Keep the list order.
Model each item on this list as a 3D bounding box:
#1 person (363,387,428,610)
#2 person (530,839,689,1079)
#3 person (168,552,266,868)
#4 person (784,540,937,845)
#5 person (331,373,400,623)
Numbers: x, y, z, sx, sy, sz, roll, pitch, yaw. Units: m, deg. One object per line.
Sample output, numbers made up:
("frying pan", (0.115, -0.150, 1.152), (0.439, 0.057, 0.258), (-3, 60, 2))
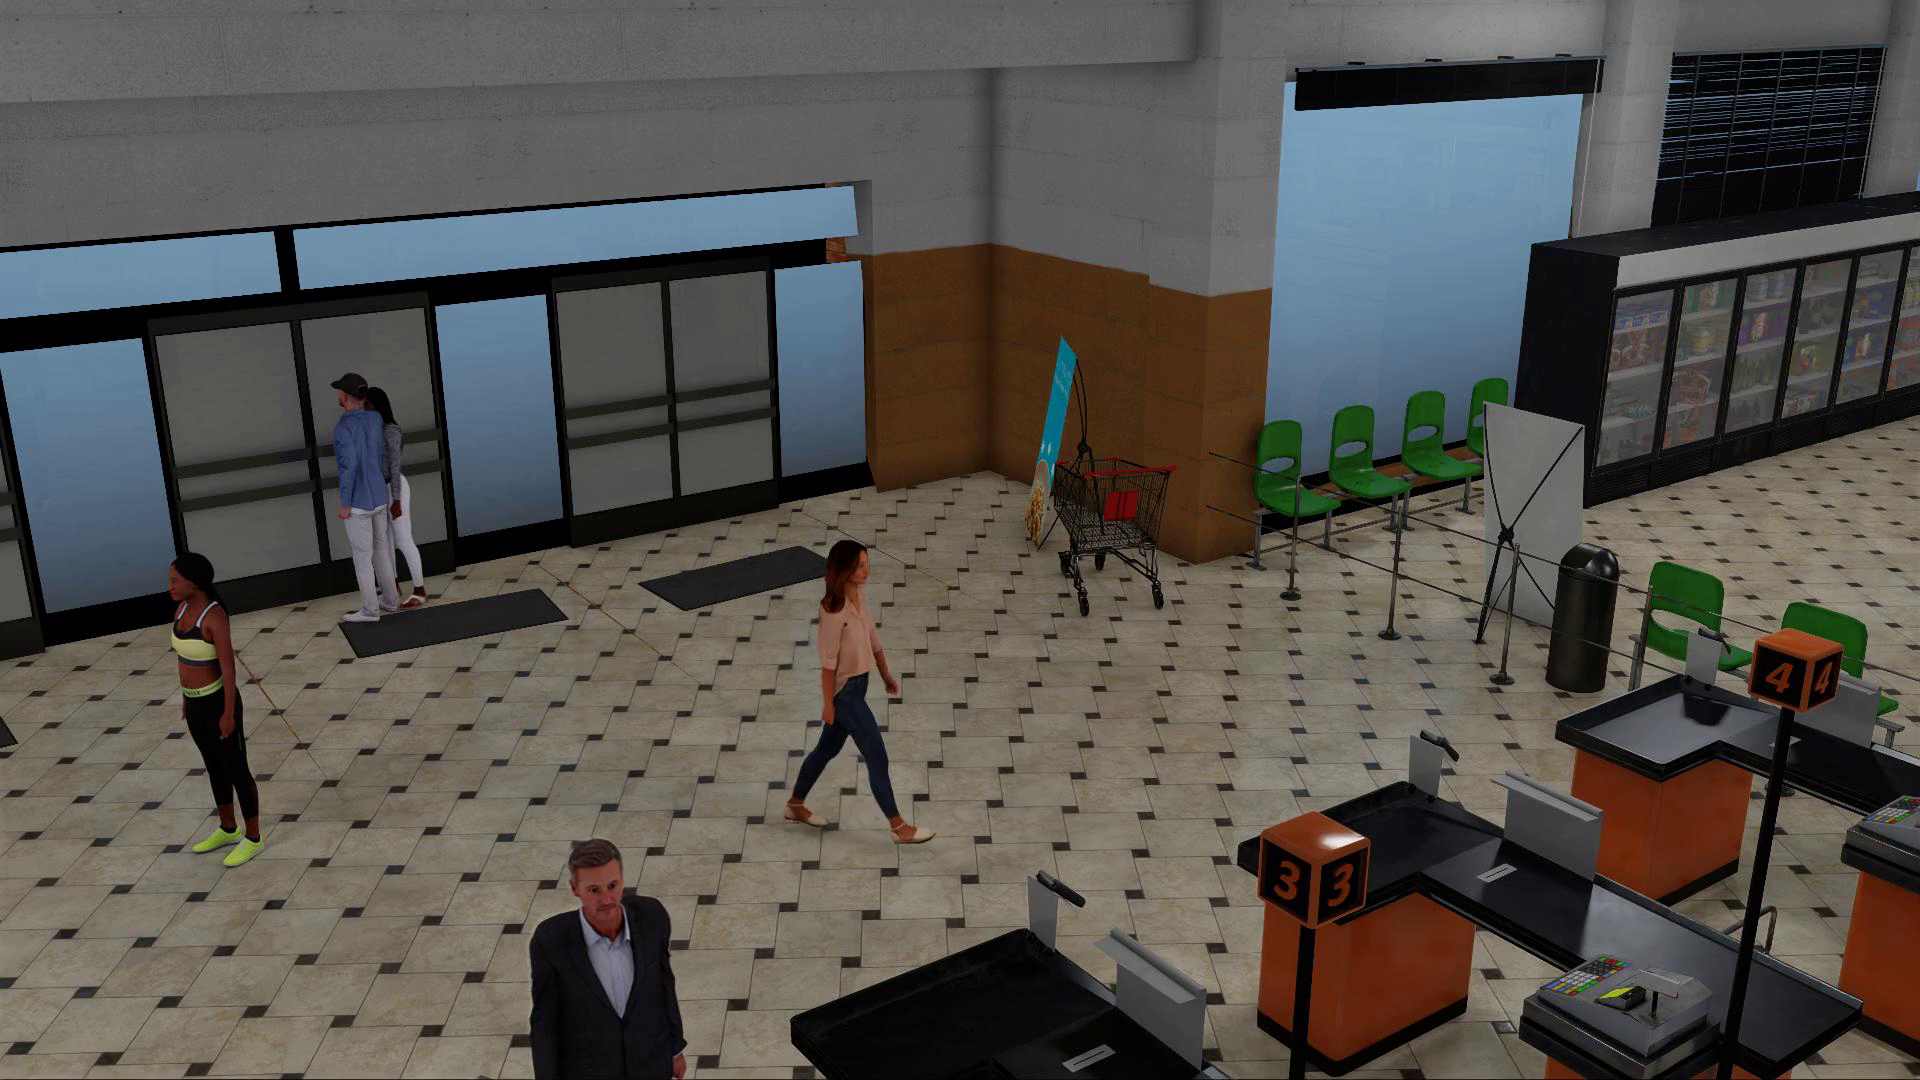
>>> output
("person", (-4.342, -0.327, 12.620), (0.600, 1.720, 0.725), (10, 21, 28))
("person", (-1.227, 1.876, 5.899), (0.725, 1.840, 0.573), (-12, 22, -31))
("person", (-4.006, 0.893, 8.947), (0.556, 1.754, 0.686), (13, 22, 33))
("person", (-0.696, 0.843, 9.115), (1.187, 1.743, 1.066), (5, 19, 15))
("person", (-4.418, -0.317, 12.327), (0.778, 1.889, 0.743), (5, 19, 16))
